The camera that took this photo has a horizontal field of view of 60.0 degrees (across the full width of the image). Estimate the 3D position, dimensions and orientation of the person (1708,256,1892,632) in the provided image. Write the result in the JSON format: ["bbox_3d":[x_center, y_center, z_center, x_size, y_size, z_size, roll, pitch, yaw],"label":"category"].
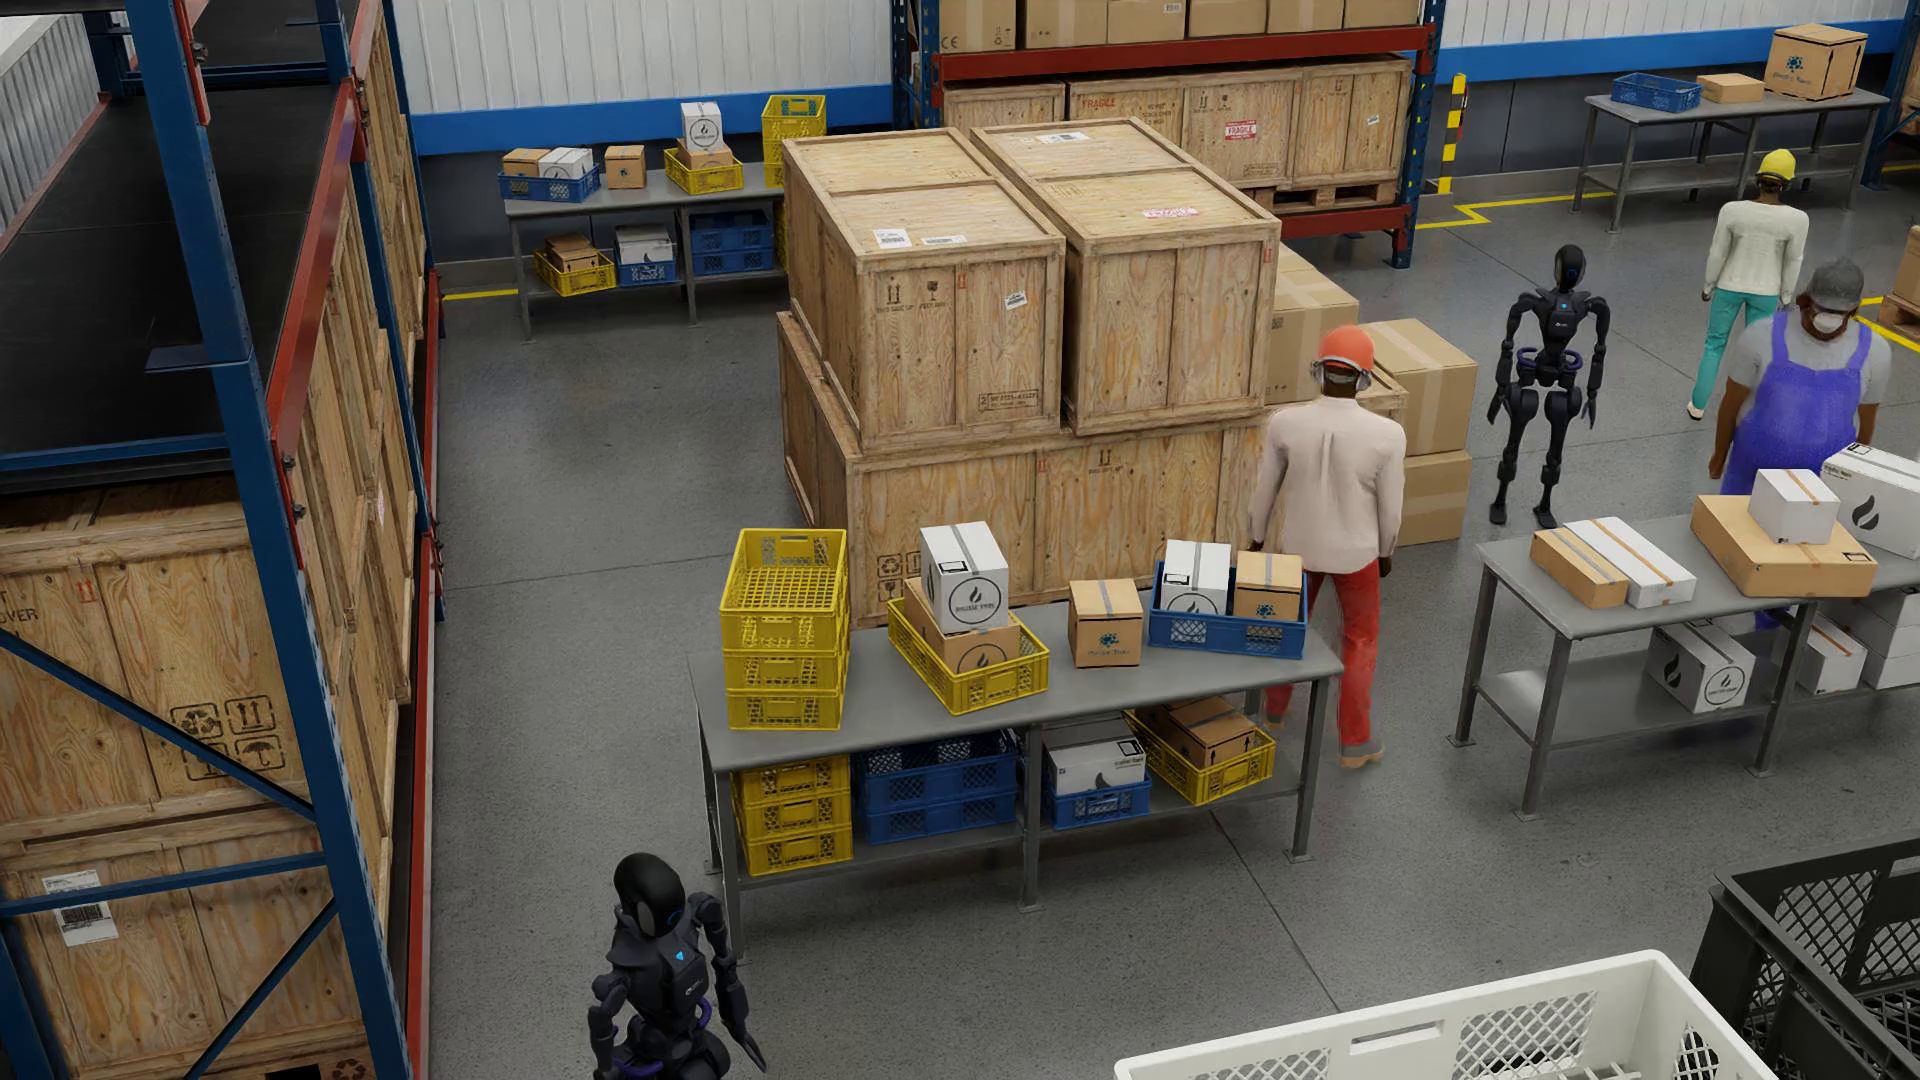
[{"bbox_3d":[4.034,-0.446,8.092,0.694,2.000,0.749,11,31,19],"label":"person"}]

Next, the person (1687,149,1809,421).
[{"bbox_3d":[4.927,-1.565,10.405,0.532,1.768,0.308,13,32,23],"label":"person"}]

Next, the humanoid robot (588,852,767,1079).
[{"bbox_3d":[-0.826,1.558,4.830,0.331,1.648,0.591,17,33,28],"label":"humanoid robot"}]

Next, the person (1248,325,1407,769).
[{"bbox_3d":[1.625,0.051,7.264,0.787,1.965,0.572,15,32,25],"label":"person"}]

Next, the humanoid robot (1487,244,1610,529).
[{"bbox_3d":[3.229,-0.836,9.170,0.577,1.651,0.322,5,29,9],"label":"humanoid robot"}]
